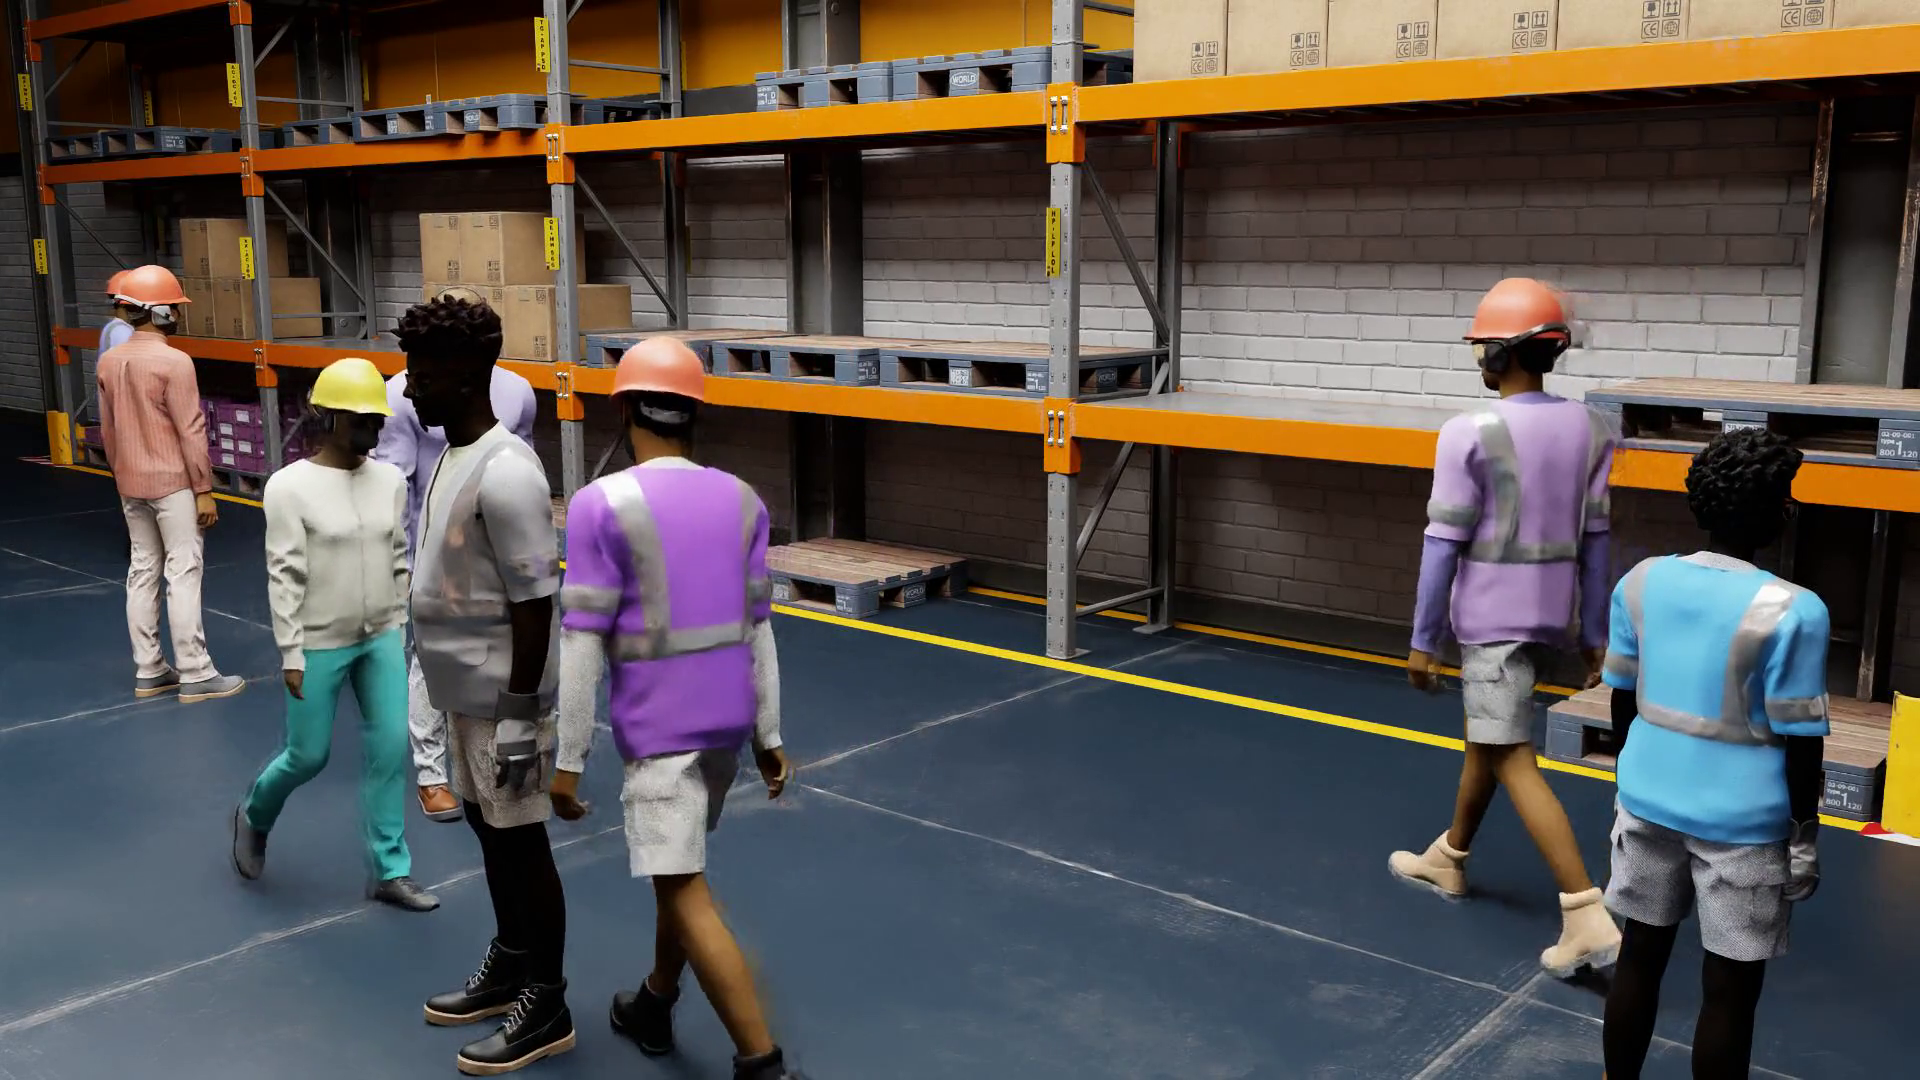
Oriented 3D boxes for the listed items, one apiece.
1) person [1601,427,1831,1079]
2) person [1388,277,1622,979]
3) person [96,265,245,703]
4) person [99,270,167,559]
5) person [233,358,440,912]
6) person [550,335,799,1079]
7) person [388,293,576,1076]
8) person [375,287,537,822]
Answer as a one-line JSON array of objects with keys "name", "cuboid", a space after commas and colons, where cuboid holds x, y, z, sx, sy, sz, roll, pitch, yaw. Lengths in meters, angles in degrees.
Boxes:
[{"name": "person", "cuboid": [1.646, 0.599, 3.650, 0.317, 1.695, 0.540, -5, 11, -26]}, {"name": "person", "cuboid": [1.665, 0.234, 4.900, 0.618, 2.001, 1.053, -5, 11, -26]}, {"name": "person", "cuboid": [-3.645, -0.250, 7.632, 0.609, 1.996, 0.379, 5, 11, 26]}, {"name": "person", "cuboid": [-5.472, -0.815, 11.037, 0.382, 1.931, 0.569, -6, 12, -31]}, {"name": "person", "cuboid": [-2.001, 0.294, 5.244, 0.710, 1.741, 0.533, 7, 12, 34]}, {"name": "person", "cuboid": [-0.623, 0.461, 3.969, 0.946, 1.877, 0.624, 9, 13, 40]}, {"name": "person", "cuboid": [-1.205, 0.364, 4.226, 0.366, 1.960, 0.614, -6, 12, -30]}, {"name": "person", "cuboid": [-1.821, 0.043, 6.135, 0.628, 1.936, 0.374, -9, 14, -43]}]
